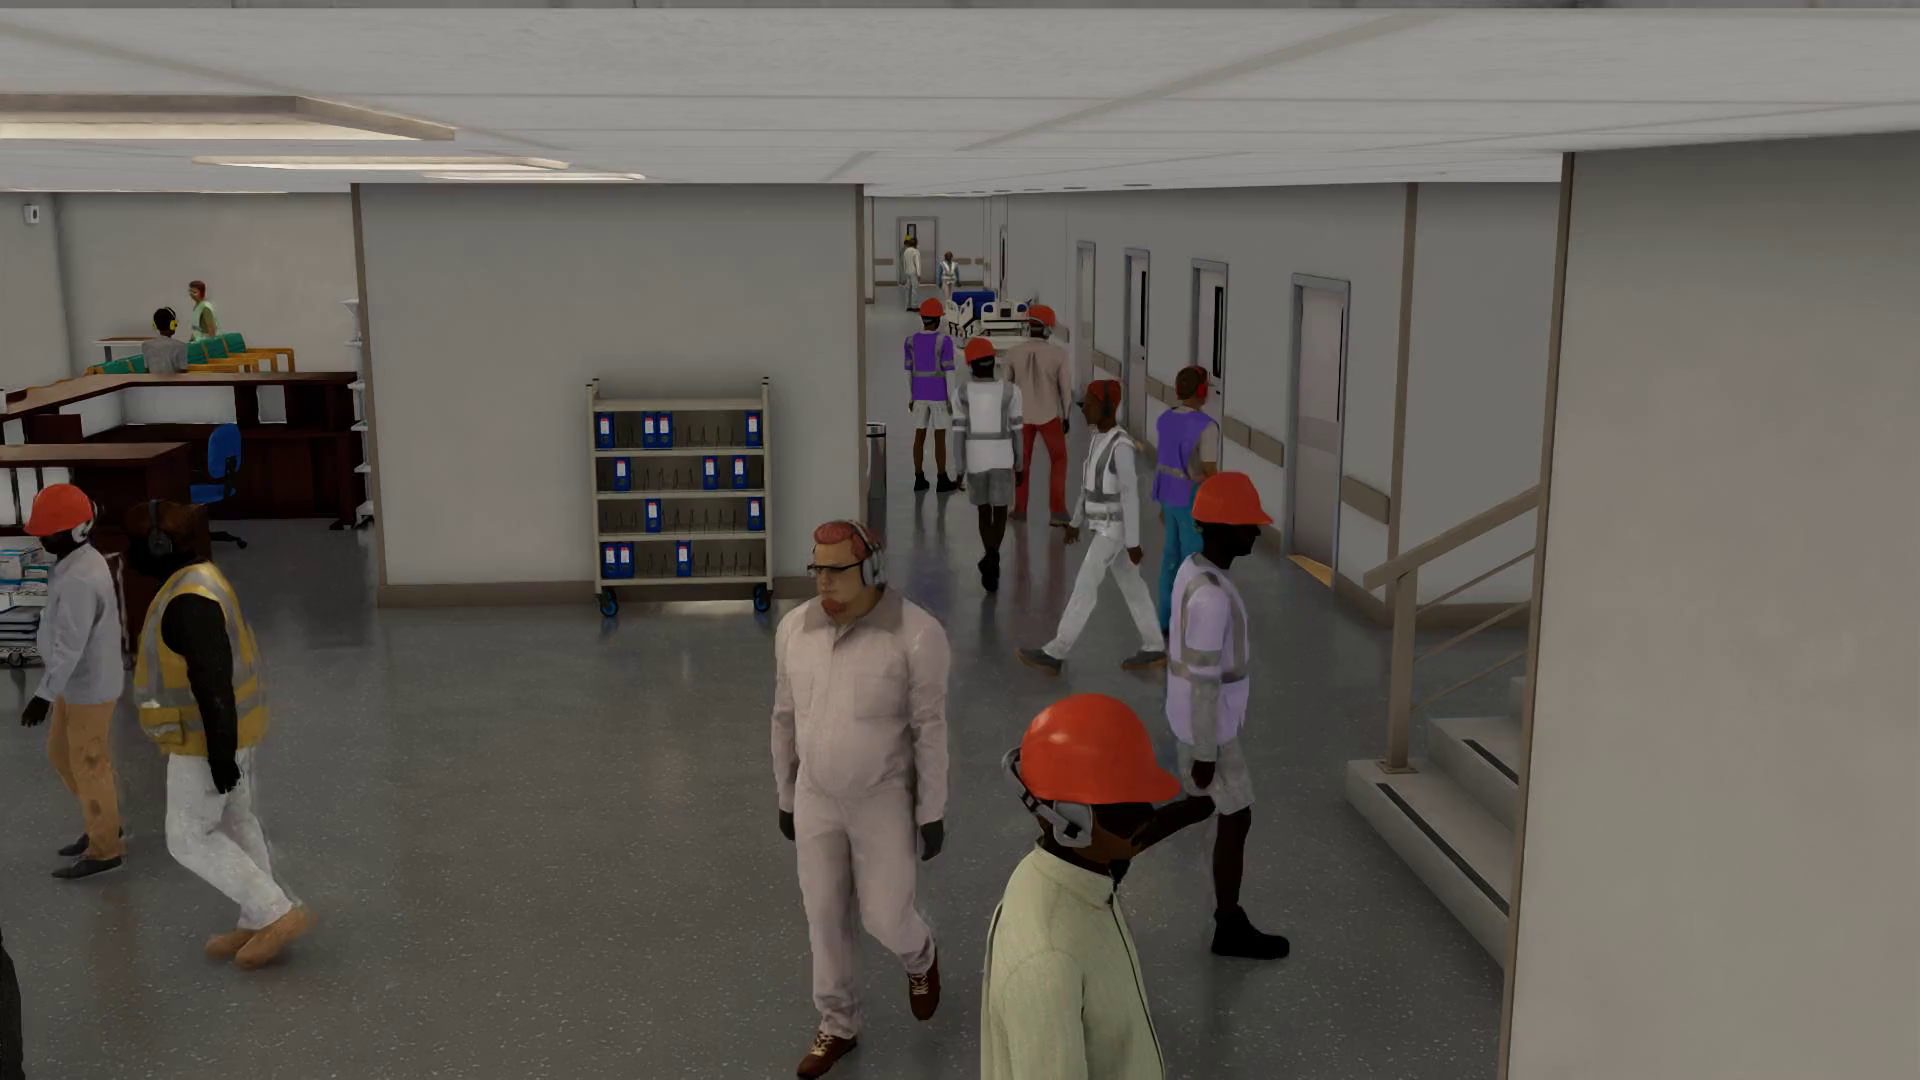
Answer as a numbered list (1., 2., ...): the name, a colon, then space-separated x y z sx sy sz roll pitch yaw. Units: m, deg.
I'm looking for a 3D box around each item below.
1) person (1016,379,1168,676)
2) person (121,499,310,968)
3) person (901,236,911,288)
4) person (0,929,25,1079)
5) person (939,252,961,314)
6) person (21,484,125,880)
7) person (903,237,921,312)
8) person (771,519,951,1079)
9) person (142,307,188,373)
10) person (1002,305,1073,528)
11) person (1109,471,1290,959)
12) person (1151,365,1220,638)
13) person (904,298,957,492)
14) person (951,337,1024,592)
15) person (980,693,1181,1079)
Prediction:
1. person: 0.858 -0.072 10.220 0.999 1.829 0.577 -1 12 -5
2. person: -2.849 0.740 6.309 0.485 1.813 0.658 -5 12 -21
3. person: -1.737 -9.220 55.164 0.487 1.737 0.345 -8 14 -34
4. person: -3.201 0.954 5.177 0.506 1.845 0.344 6 13 26
5. person: -0.253 -6.499 42.193 0.531 1.594 0.847 -5 13 -23
6. person: -3.818 0.611 7.123 0.435 1.735 0.596 -7 13 -30
7. person: -1.223 -6.943 43.542 0.367 1.939 0.634 -9 15 -38
8. person: -0.331 0.846 5.601 0.658 1.887 0.546 5 13 23
9. person: -7.854 -1.375 16.543 0.506 1.861 0.329 2 12 10
10. person: 0.733 -1.096 14.890 0.837 1.969 0.488 5 13 23
11. person: 0.867 0.676 6.356 0.769 1.921 0.546 0 12 0
12. person: 1.475 -0.214 10.921 0.391 1.836 0.600 -6 13 -28
13. person: -0.286 -1.451 16.698 0.542 1.939 0.364 5 13 24
14. person: 0.200 -0.576 12.552 0.555 1.893 0.886 1 12 5
15. person: 0.225 1.266 3.287 0.376 1.995 0.609 1 12 6
